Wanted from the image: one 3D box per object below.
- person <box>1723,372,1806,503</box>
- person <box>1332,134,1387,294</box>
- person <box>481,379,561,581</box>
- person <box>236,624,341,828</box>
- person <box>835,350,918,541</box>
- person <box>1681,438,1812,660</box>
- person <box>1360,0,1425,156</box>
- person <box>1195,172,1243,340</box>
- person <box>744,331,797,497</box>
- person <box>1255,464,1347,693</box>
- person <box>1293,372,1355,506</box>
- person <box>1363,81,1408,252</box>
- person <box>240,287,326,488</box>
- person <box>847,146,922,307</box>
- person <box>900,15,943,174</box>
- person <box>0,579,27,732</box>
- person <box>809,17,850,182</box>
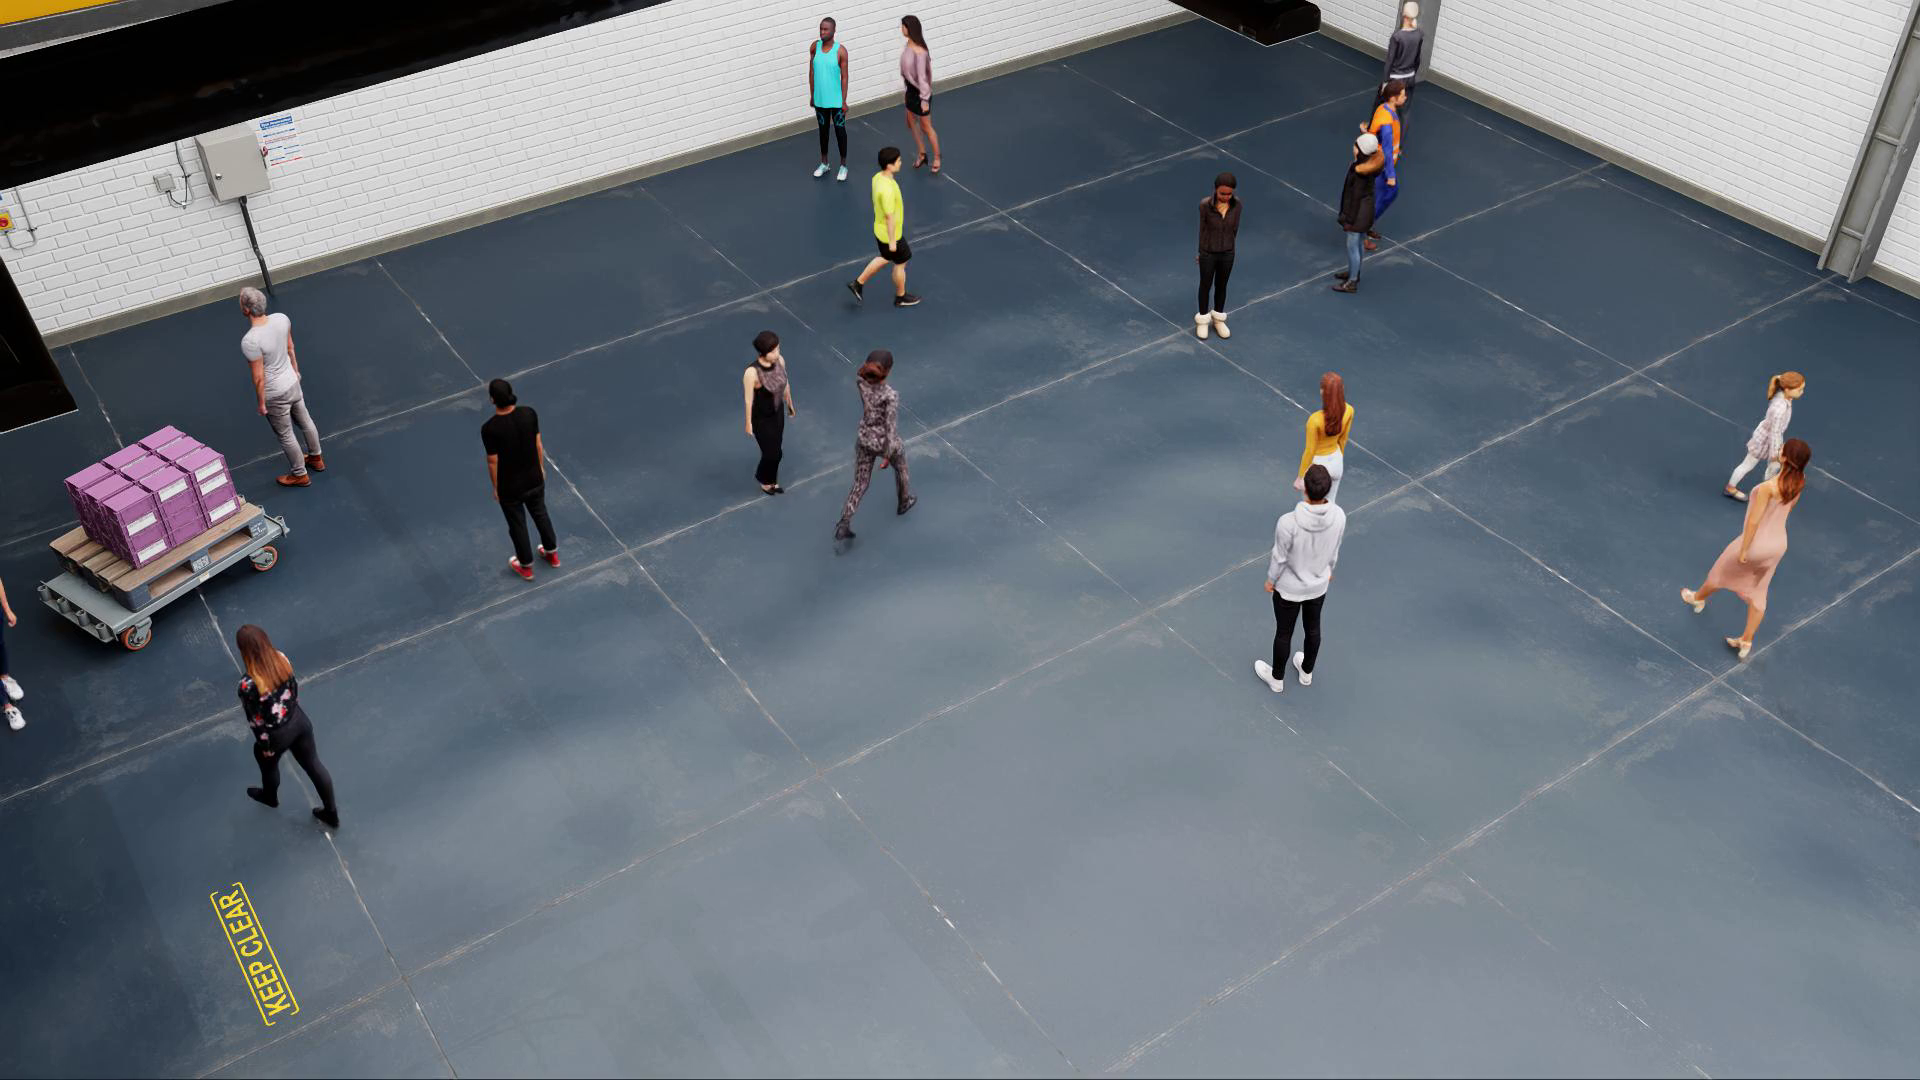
[{"bbox_3d":[6.559,-0.852,13.663,0.813,1.289,0.684,23,44,26],"label":"person"},{"bbox_3d":[3.925,-3.222,16.357,0.761,1.631,0.723,12,40,15],"label":"person"},{"bbox_3d":[-3.397,-0.475,12.818,0.612,1.756,0.658,31,48,33],"label":"person"},{"bbox_3d":[-4.312,1.248,10.744,1.048,1.652,0.870,18,42,21],"label":"person"},{"bbox_3d":[-0.722,-0.722,13.189,1.154,1.678,0.895,24,45,27],"label":"person"},{"bbox_3d":[5.859,0.107,12.057,0.815,1.795,1.066,-10,40,-12],"label":"person"},{"bbox_3d":[4.987,-5.165,18.737,0.870,1.697,1.066,-9,39,-11],"label":"person"},{"bbox_3d":[2.424,-2.729,15.717,0.728,1.661,0.673,-22,43,-25],"label":"person"},{"bbox_3d":[-1.644,-1.056,13.681,0.658,1.587,0.676,24,45,27],"label":"person"},{"bbox_3d":[2.425,0.282,11.730,0.750,1.931,0.717,-11,40,-13],"label":"person"},{"bbox_3d":[2.813,-0.541,12.900,0.616,1.756,0.596,-17,42,-20],"label":"person"},{"bbox_3d":[4.160,-3.791,16.891,0.877,1.854,0.828,9,40,11],"label":"person"},{"bbox_3d":[-5.629,-1.270,13.754,0.793,1.831,0.768,11,40,13],"label":"person"},{"bbox_3d":[-0.757,-2.982,16.011,0.871,1.687,0.968,-11,40,-13],"label":"person"},{"bbox_3d":[-0.418,-4.869,18.300,0.784,1.780,0.667,-25,45,-28],"label":"person"},{"bbox_3d":[-6.930,0.454,11.660,0.645,1.749,0.925,-29,47,-31],"label":"person"},{"bbox_3d":[-1.419,-4.847,18.248,0.639,1.811,0.743,13,40,16],"label":"person"}]
